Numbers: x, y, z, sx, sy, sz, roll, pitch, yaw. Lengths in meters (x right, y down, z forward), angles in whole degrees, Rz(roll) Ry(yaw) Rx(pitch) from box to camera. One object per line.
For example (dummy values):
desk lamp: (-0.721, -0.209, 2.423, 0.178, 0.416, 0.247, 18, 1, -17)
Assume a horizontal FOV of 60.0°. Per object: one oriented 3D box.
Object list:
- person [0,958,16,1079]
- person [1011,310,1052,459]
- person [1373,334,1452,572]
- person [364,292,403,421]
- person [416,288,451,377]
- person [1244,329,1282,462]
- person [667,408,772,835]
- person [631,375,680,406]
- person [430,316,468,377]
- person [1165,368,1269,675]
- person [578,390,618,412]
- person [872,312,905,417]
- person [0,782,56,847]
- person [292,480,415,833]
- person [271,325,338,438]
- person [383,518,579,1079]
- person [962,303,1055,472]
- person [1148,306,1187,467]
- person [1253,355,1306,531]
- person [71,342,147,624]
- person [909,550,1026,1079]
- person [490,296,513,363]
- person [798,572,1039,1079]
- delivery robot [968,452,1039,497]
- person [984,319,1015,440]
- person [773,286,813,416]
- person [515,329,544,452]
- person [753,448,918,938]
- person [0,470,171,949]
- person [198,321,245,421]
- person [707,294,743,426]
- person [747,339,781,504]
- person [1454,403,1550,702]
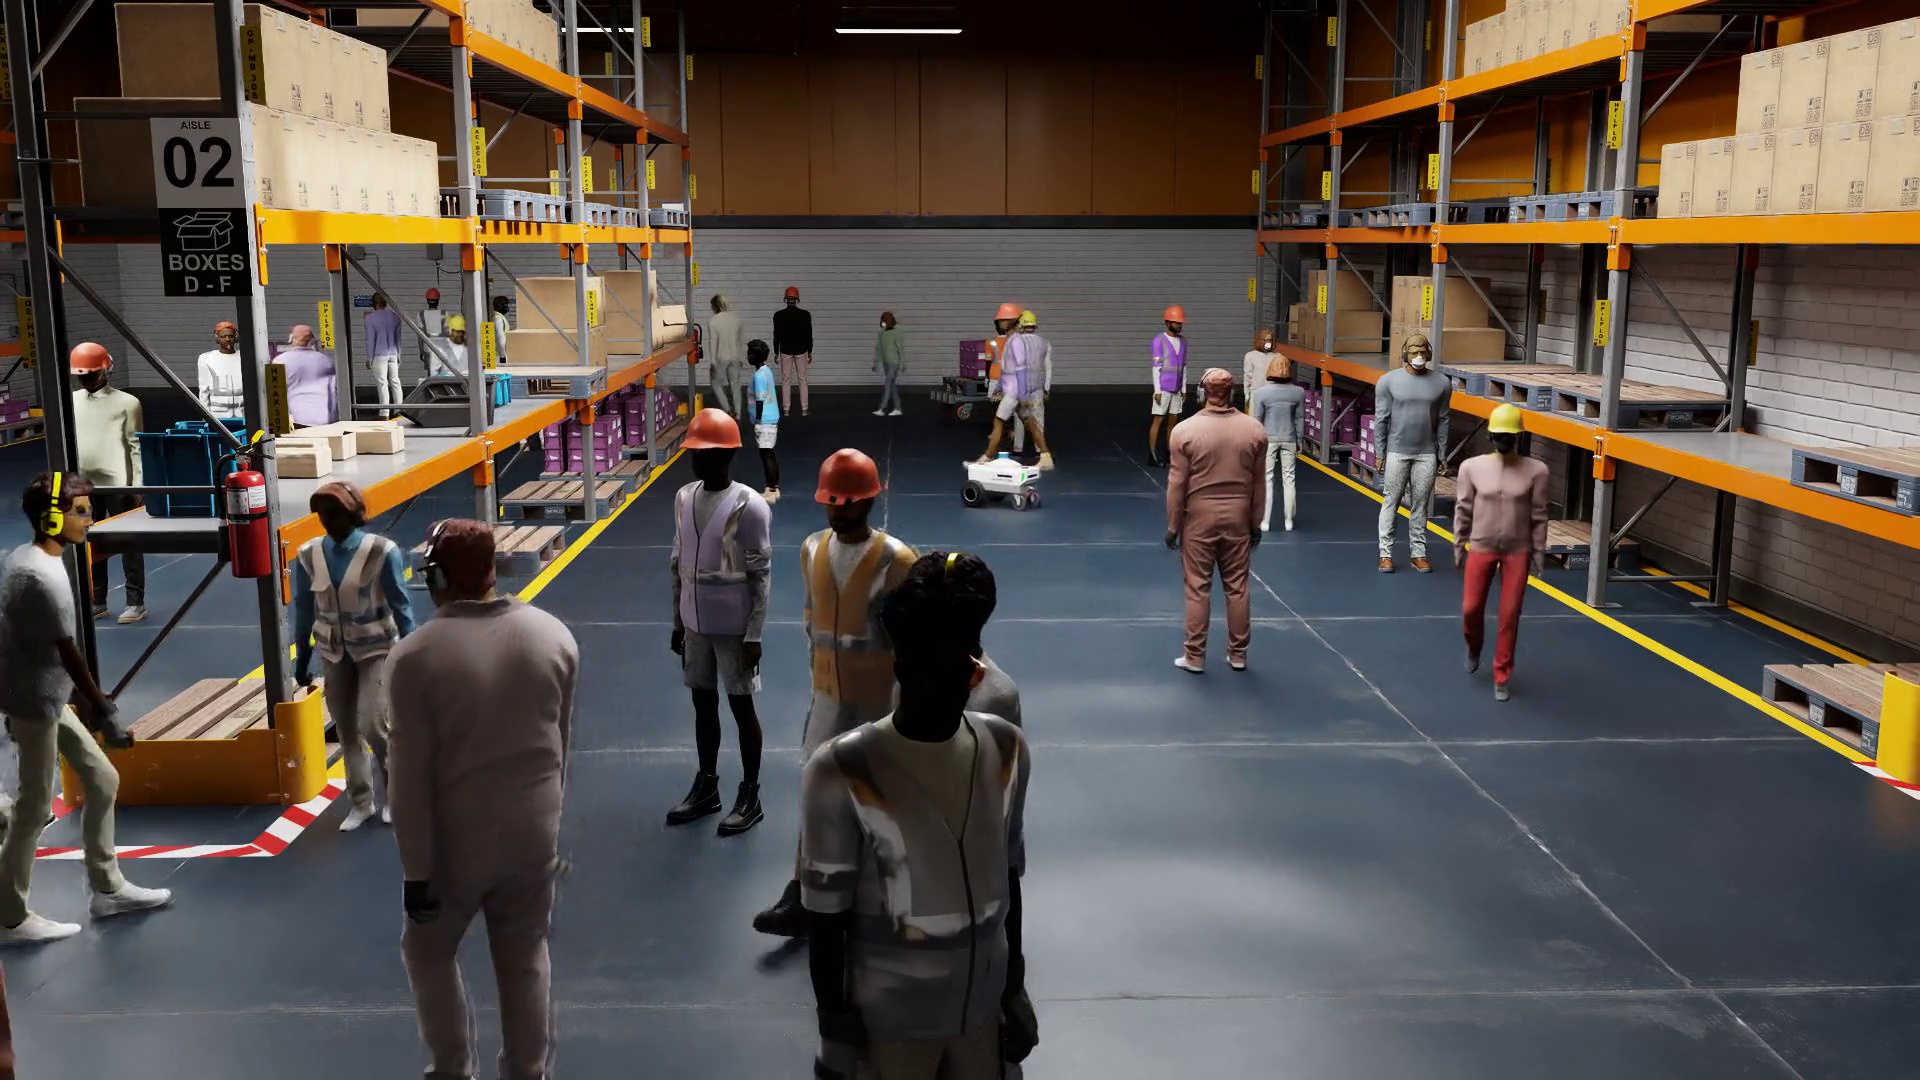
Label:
person: (-1.982, 1.329, 3.143, 0.708, 1.603, 0.520, 7, 13, 35)
person: (0.840, -1.914, 20.578, 0.594, 1.837, 0.404, -2, 10, -9)
person: (3.669, -0.697, 13.517, 0.628, 1.940, 0.373, 0, 10, -1)
person: (-8.603, -2.726, 24.821, 0.372, 1.939, 0.629, 6, 12, 32)
person: (-8.413, -3.064, 26.699, 0.542, 1.939, 0.362, -2, 10, -11)
person: (3.692, -1.749, 20.251, 0.500, 1.628, 0.277, -1, 10, -8)
person: (-1.109, 0.368, 7.576, 0.545, 1.942, 0.352, 6, 12, 31)
person: (-4.693, -2.755, 25.021, 1.041, 1.939, 0.619, -1, 10, -7)
person: (-6.274, -1.891, 20.642, 0.605, 1.784, 0.979, -6, 12, -28)
person: (1.585, -0.116, 10.370, 0.651, 1.906, 0.402, -2, 10, -11)
person: (-5.508, -2.866, 25.771, 0.986, 1.900, 0.565, -4, 11, -23)
person: (-1.158, -2.677, 25.479, 0.802, 1.597, 0.537, -10, 14, -43)
person: (-4.439, 0.612, 7.138, 0.853, 1.592, 0.542, -1, 10, -3)
person: (-2.738, 0.535, 7.527, 0.546, 1.625, 0.360, 2, 10, 9)
person: (-6.428, -1.170, 16.359, 0.663, 1.865, 0.716, -7, 13, -35)
person: (-1.438, 0.870, 4.977, 0.653, 1.882, 0.519, -10, 14, -43)
person: (0.607, -1.746, 19.263, 1.099, 1.986, 0.622, 0, 10, 1)
person: (2.516, -1.823, 19.830, 0.547, 1.927, 0.409, -8, 13, -37)
person: (2.954, -0.894, 15.464, 0.507, 1.633, 0.277, -1, 10, -4)
person: (-6.029, -0.395, 11.699, 0.608, 1.986, 0.389, 1, 10, 4)
person: (0.012, 0.946, 4.572, 0.330, 1.864, 0.512, -3, 11, -15)
person: (-7.174, -2.900, 26.067, 0.428, 1.839, 0.631, -3, 11, -17)
person: (-0.076, 1.036, 3.784, 0.605, 1.966, 0.367, -8, 13, -36)
delivery robot: (0.439, -0.647, 16.831, 0.707, 0.478, 0.477, 7, 12, 33)
person: (0.571, -2.192, 22.510, 0.540, 1.697, 0.316, -4, 11, -21)
person: (-2.573, -2.906, 25.663, 0.608, 1.995, 0.377, -2, 10, -9)
person: (-5.474, -2.051, 21.356, 0.626, 1.836, 0.429, -7, 12, -35)
person: (-0.435, 0.598, 6.409, 0.561, 1.890, 0.994, 5, 11, 28)
person: (-3.384, 0.642, 6.347, 0.777, 1.829, 0.529, -6, 12, -29)
person: (-7.362, -1.260, 16.804, 0.573, 1.883, 0.355, -7, 12, -35)
person: (-3.405, -2.619, 24.270, 0.689, 1.913, 0.468, -9, 13, -40)
person: (-2.026, -1.215, 17.109, 0.322, 1.691, 0.536, 0, 10, 1)
person: (3.198, 0.056, 9.850, 0.528, 1.756, 0.483, 3, 11, 16)
